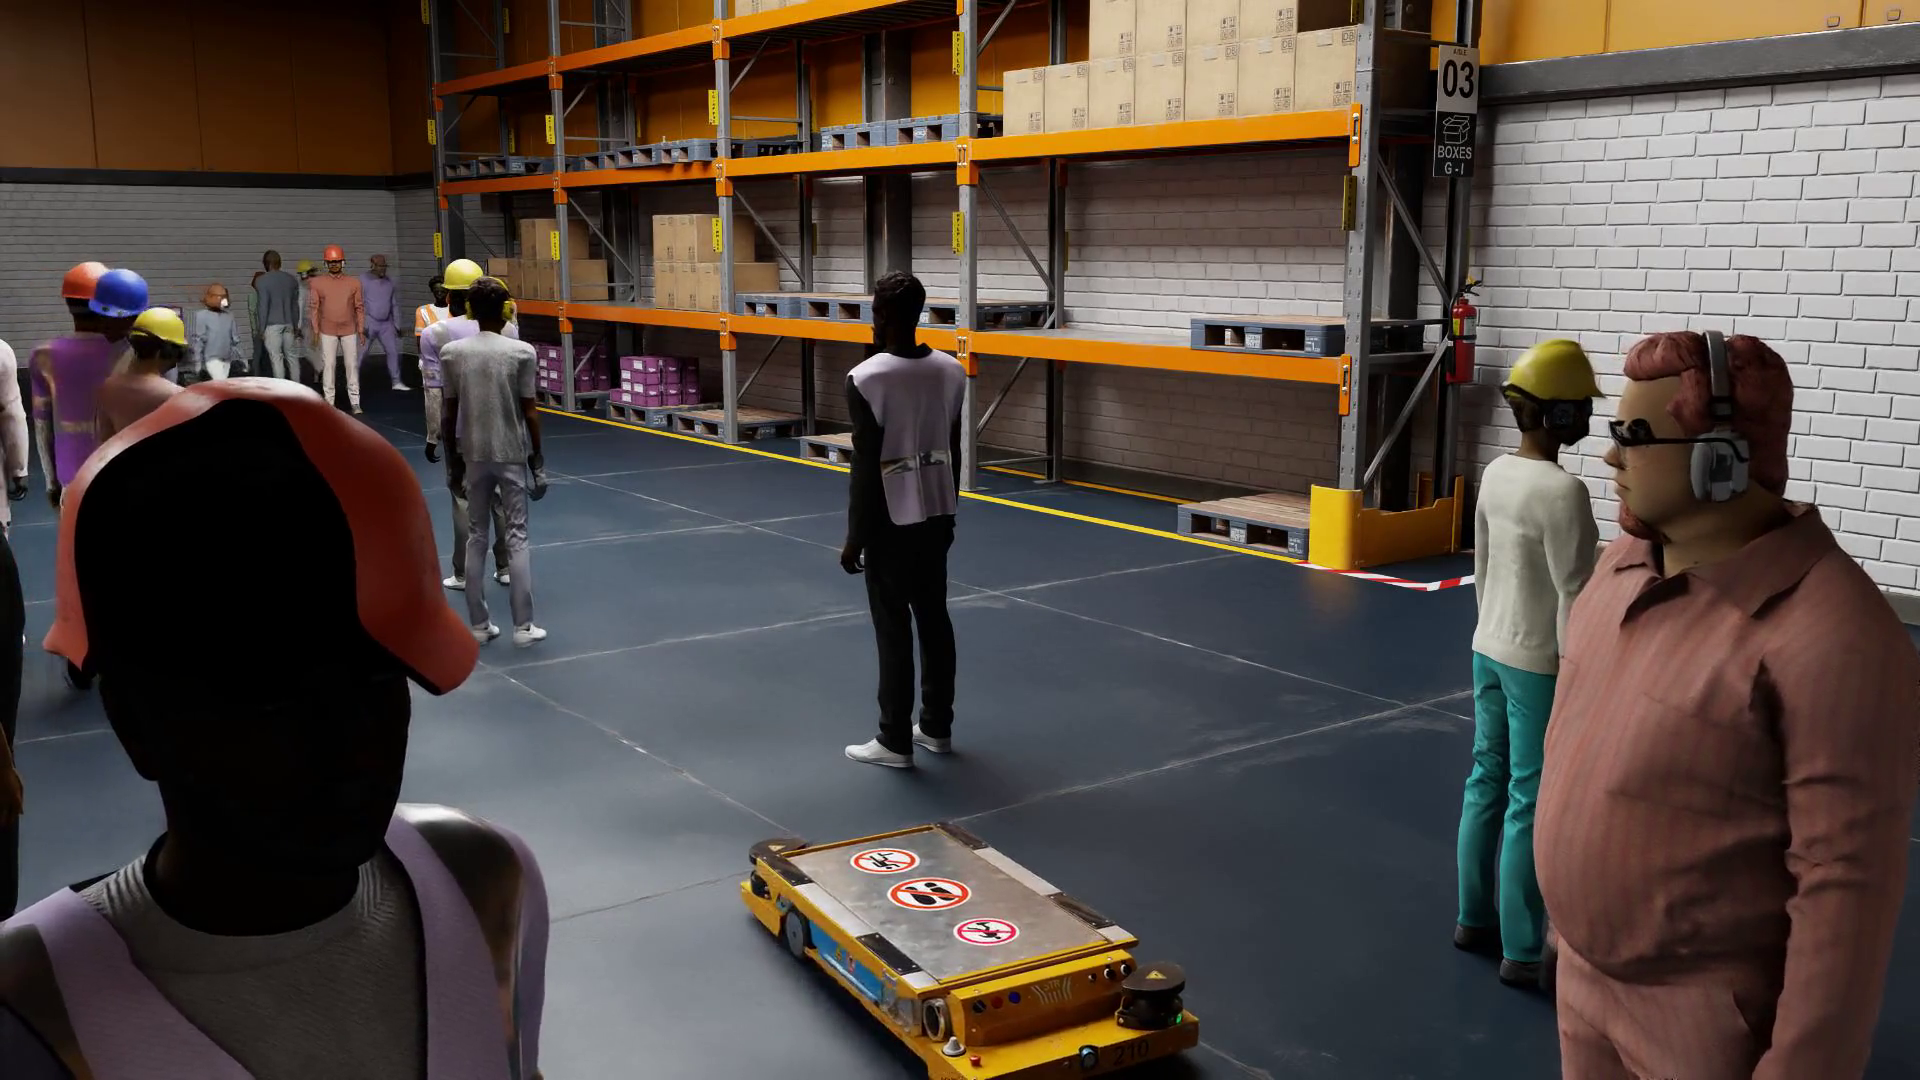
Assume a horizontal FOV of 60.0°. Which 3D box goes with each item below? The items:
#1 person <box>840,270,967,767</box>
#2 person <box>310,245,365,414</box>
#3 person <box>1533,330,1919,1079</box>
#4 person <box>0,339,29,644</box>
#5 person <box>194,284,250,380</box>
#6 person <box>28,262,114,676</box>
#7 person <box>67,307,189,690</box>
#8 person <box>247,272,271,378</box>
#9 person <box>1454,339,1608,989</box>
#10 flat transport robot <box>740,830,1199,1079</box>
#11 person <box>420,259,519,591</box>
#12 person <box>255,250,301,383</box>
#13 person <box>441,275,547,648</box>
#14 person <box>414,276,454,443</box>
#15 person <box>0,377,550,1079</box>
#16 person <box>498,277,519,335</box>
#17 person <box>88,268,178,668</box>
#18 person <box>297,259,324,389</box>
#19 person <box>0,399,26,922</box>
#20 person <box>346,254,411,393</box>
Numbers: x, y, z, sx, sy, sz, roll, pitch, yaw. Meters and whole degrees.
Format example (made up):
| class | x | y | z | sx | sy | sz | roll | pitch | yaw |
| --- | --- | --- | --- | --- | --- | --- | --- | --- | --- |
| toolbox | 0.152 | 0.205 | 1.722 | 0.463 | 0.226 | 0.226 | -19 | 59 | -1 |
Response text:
| class | x | y | z | sx | sy | sz | roll | pitch | yaw |
| --- | --- | --- | --- | --- | --- | --- | --- | --- | --- |
| person | -0.214 | -0.074 | 6.447 | 0.392 | 1.920 | 0.592 | 9 | 13 | 40 |
| person | -7.360 | -2.478 | 19.700 | 0.612 | 1.995 | 0.382 | -4 | 11 | -23 |
| person | 1.031 | 0.652 | 2.424 | 0.400 | 1.905 | 0.643 | -2 | 10 | -9 |
| person | -4.921 | -0.370 | 8.177 | 0.647 | 1.900 | 0.403 | -3 | 10 | -15 |
| person | -7.542 | -1.820 | 17.111 | 0.831 | 1.587 | 0.530 | 3 | 11 | 18 |
| person | -4.002 | -0.322 | 7.784 | 0.548 | 1.935 | 0.367 | -1 | 10 | -5 |
| person | -3.700 | -0.166 | 7.470 | 0.562 | 1.736 | 0.679 | 3 | 11 | 16 |
| person | -9.627 | -2.887 | 23.000 | 0.286 | 1.633 | 0.501 | 3 | 10 | 14 |
| person | 1.577 | 0.339 | 4.559 | 0.306 | 1.770 | 0.525 | -2 | 10 | -10 |
| flat transport robot | -0.037 | 1.086 | 4.564 | 0.652 | 0.197 | 1.431 | -6 | 12 | -29 |
| person | -2.844 | -0.663 | 9.711 | 0.590 | 1.930 | 0.359 | -8 | 13 | -38 |
| person | -8.703 | -2.725 | 21.243 | 0.355 | 1.936 | 0.635 | 5 | 11 | 27 |
| person | -2.323 | -0.384 | 8.342 | 0.513 | 1.864 | 0.331 | 1 | 10 | 5 |
| person | -5.269 | -1.839 | 16.955 | 0.533 | 1.697 | 0.319 | -4 | 11 | -21 |
| person | -0.466 | 0.847 | 1.237 | 0.371 | 1.935 | 0.551 | 6 | 12 | 30 |
| person | -5.425 | -2.276 | 19.613 | 0.495 | 1.626 | 0.285 | -10 | 14 | -44 |
| person | -3.857 | -0.303 | 7.763 | 0.643 | 1.908 | 0.525 | 5 | 11 | 25 |
| person | -8.941 | -2.982 | 23.077 | 0.591 | 1.797 | 0.624 | 6 | 12 | 29 |
| person | -2.240 | 0.445 | 3.748 | 0.345 | 1.846 | 0.506 | -10 | 14 | -44 |
| person | -7.968 | -2.955 | 22.745 | 0.460 | 1.886 | 0.765 | 8 | 13 | 37 |
